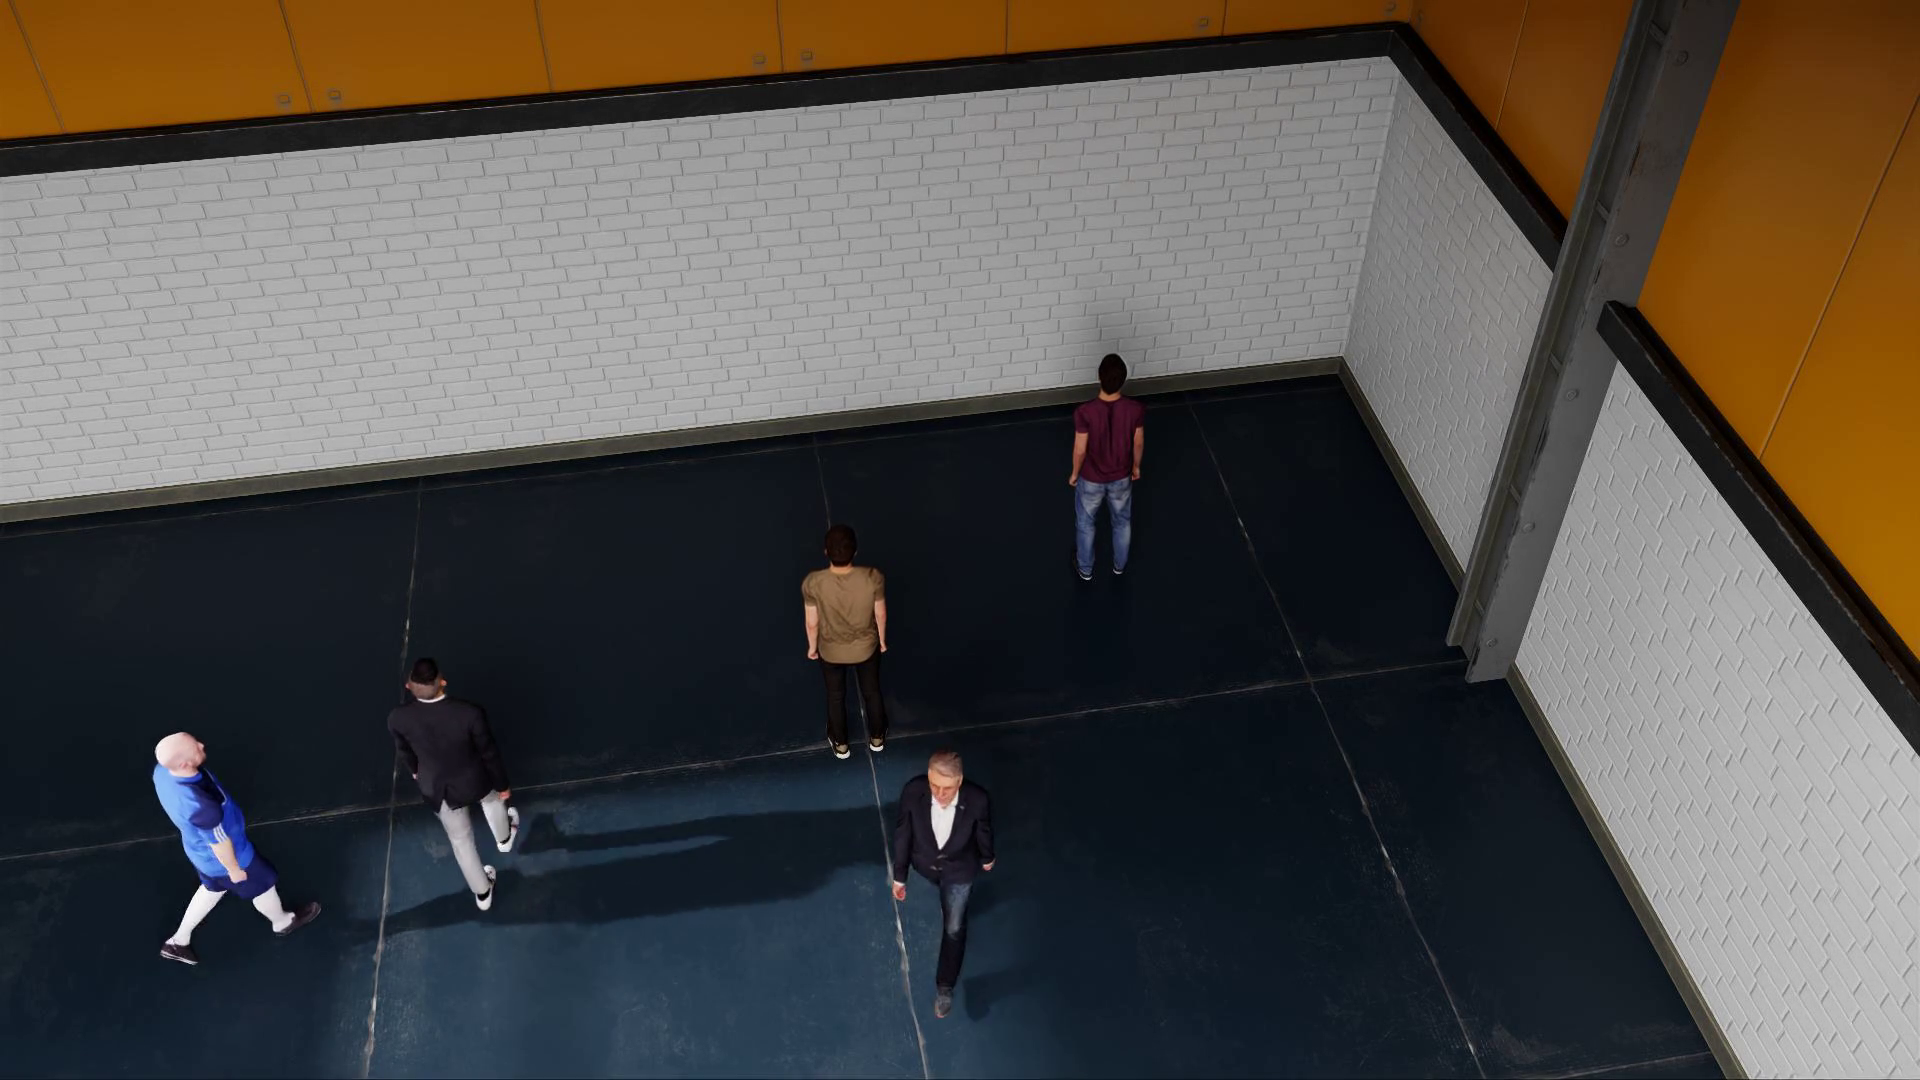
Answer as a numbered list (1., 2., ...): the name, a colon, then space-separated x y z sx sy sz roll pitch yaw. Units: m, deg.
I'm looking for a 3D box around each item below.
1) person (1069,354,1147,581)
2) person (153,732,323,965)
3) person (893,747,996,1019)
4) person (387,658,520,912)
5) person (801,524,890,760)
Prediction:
1. person: 0.991 -0.480 11.310 0.646 1.853 0.540 -6 44 -6
2. person: -4.090 1.711 9.033 1.139 1.822 1.125 32 52 29
3. person: -0.075 1.669 9.113 0.989 1.771 1.277 9 44 10
4. person: -2.815 1.404 9.275 0.759 1.933 0.924 -5 44 -5
5. person: -0.683 0.630 10.146 0.650 1.851 0.555 -6 44 -6
